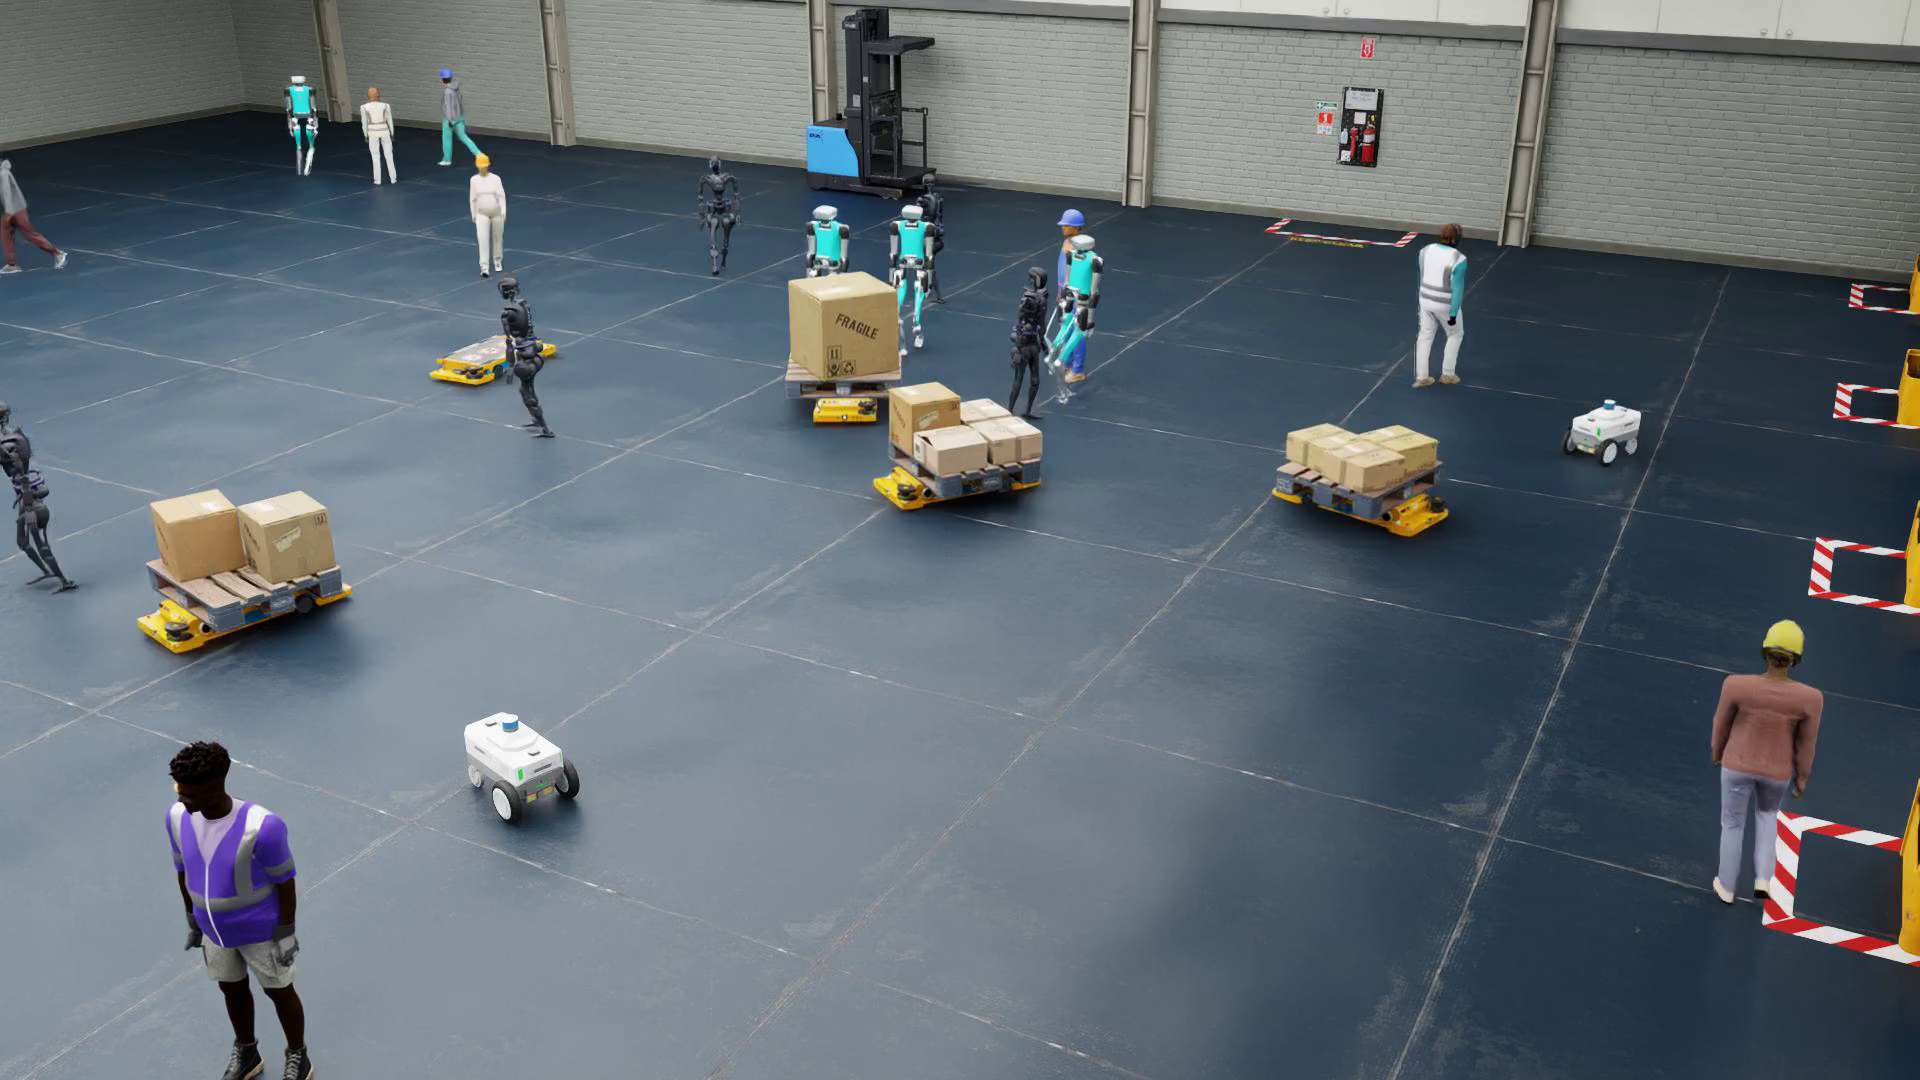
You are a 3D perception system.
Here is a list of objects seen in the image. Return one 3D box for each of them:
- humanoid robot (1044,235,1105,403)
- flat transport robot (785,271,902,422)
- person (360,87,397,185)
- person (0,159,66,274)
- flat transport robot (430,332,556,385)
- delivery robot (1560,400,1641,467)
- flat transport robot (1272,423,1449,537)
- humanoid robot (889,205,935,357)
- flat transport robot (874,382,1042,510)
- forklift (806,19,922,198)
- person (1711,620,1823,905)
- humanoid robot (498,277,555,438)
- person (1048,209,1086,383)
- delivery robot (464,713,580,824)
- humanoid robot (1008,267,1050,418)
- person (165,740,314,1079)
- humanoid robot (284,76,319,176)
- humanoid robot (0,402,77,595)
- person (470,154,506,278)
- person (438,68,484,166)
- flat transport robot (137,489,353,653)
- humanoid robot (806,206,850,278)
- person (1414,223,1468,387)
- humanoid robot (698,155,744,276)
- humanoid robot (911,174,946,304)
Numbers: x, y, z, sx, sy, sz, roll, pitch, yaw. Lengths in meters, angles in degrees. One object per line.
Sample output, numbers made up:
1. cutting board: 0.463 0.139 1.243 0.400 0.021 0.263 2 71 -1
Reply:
1. humanoid robot: 1.117 -2.309 17.700 0.761 1.803 0.543 -17 29 -35
2. flat transport robot: -1.229 -1.573 17.824 0.659 0.231 1.431 -1 23 -2
3. person: -9.980 -6.941 28.585 0.521 1.636 0.308 -10 25 -22
4. person: -12.991 -4.583 22.950 0.849 1.766 0.570 -19 30 -38
5. flat transport robot: -5.328 -2.080 19.006 0.659 0.231 1.431 10 25 22
6. delivery robot: 6.308 -1.063 16.291 0.808 0.607 0.499 -16 28 -32
7. flat transport robot: 3.611 -0.379 15.046 1.431 0.231 0.659 21 31 40
8. humanoid robot: -0.580 -2.904 19.110 0.542 1.761 1.011 2 23 5
9. flat transport robot: 0.000 -0.562 15.471 1.431 0.231 0.659 -11 26 -24
10. forklift: -1.573 -7.292 27.850 1.873 2.768 1.129 12 26 25
11. person: 4.481 1.262 9.356 0.521 1.748 0.374 7 24 17
12. humanoid robot: -4.329 -1.821 16.630 0.415 1.641 0.589 4 24 10
13. person: 1.229 -2.701 18.375 0.360 1.909 0.520 -10 25 -22
14. delivery robot: -2.813 1.398 10.542 0.499 0.592 0.774 -21 31 -40
15. humanoid robot: 0.688 -2.025 17.114 0.454 1.632 0.608 13 27 28
16. person: -3.389 1.799 7.830 0.606 1.963 0.369 5 24 12
17. humanoid robot: -11.542 -7.240 29.286 0.569 1.873 0.738 -8 25 -18
18. humanoid robot: -7.375 -0.331 13.161 0.378 1.647 0.613 -16 28 -33
19. person: -6.414 -4.411 22.674 0.471 1.645 0.894 -7 24 -16
20. person: -9.127 -7.649 30.092 0.786 1.742 0.538 6 24 14
21. flat transport robot: -5.588 0.486 13.032 0.659 0.231 1.431 20 30 39
22. humanoid robot: -1.595 -2.873 18.972 0.536 1.775 0.701 10 25 21
23. person: 5.300 -2.571 18.193 0.649 1.820 0.627 -18 29 -36
24. humanoid robot: -3.258 -4.443 22.763 0.608 1.629 0.749 -6 24 -13
25. humanoid robot: -0.449 -3.909 21.496 0.652 1.640 0.602 15 27 31
